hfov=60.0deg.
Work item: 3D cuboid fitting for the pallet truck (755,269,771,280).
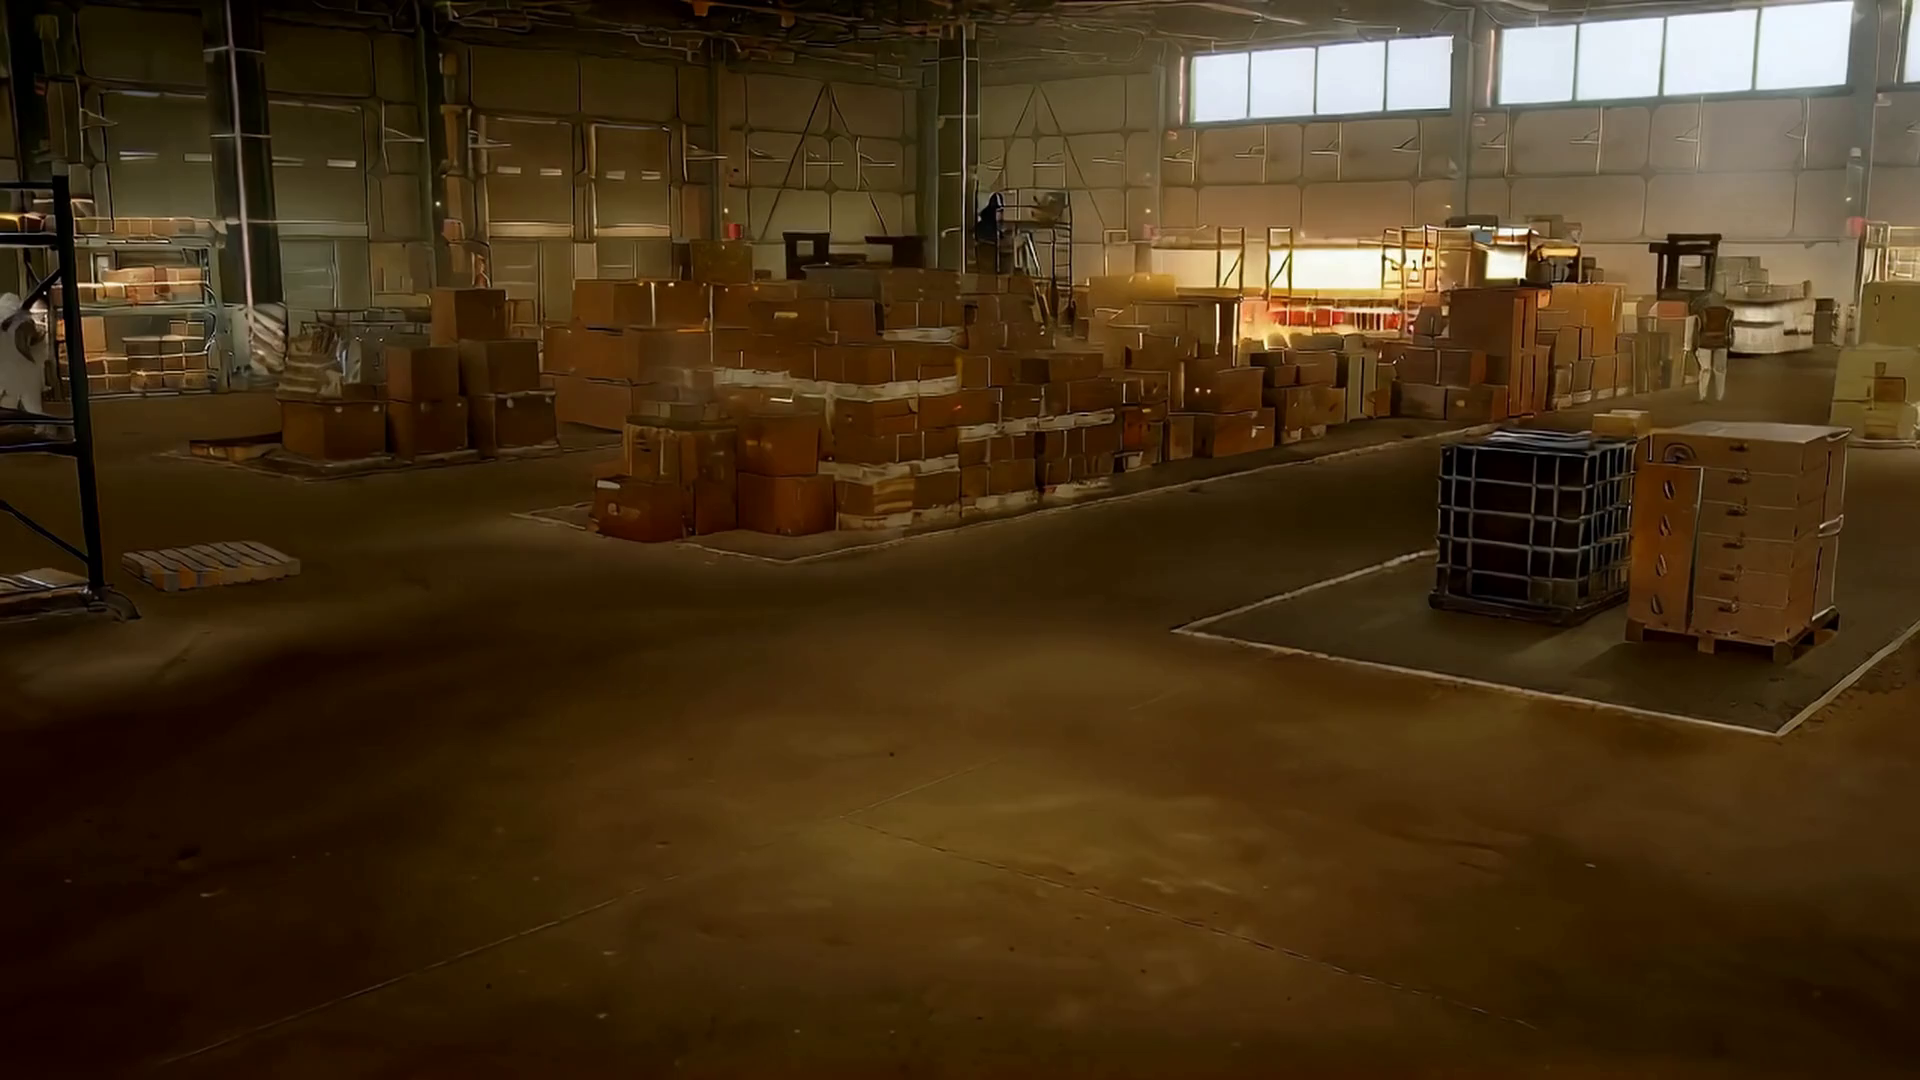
[{"bbox_3d":[-4.996,-6.432,45.525,1.885,1.965,0.823,-6,12,-32],"label":"pallet truck"}]

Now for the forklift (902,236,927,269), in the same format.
[{"bbox_3d":[-1.076,-5.777,39.284,1.873,2.768,1.129,2,10,14],"label":"forklift"}]

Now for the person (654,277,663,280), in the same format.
[{"bbox_3d":[-6.509,-4.723,36.015,0.635,1.927,0.372,-4,11,-22],"label":"person"}]

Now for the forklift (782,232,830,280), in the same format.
[{"bbox_3d":[-2.834,-4.296,30.849,1.873,2.768,1.129,8,13,40],"label":"forklift"}]

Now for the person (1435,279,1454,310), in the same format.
[{"bbox_3d":[9.711,-4.265,33.358,0.372,1.940,0.631,6,11,30],"label":"person"}]

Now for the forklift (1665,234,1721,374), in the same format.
[{"bbox_3d":[14.485,-4.682,33.047,1.129,2.768,1.873,8,13,40],"label":"forklift"}]

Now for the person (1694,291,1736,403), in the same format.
[{"bbox_3d":[12.388,-3.161,27.343,0.626,1.846,0.429,3,10,17],"label":"person"}]

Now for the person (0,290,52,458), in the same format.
[{"bbox_3d":[-11.515,-2.024,20.303,0.682,2.000,0.536,-2,10,-10],"label":"person"}]
